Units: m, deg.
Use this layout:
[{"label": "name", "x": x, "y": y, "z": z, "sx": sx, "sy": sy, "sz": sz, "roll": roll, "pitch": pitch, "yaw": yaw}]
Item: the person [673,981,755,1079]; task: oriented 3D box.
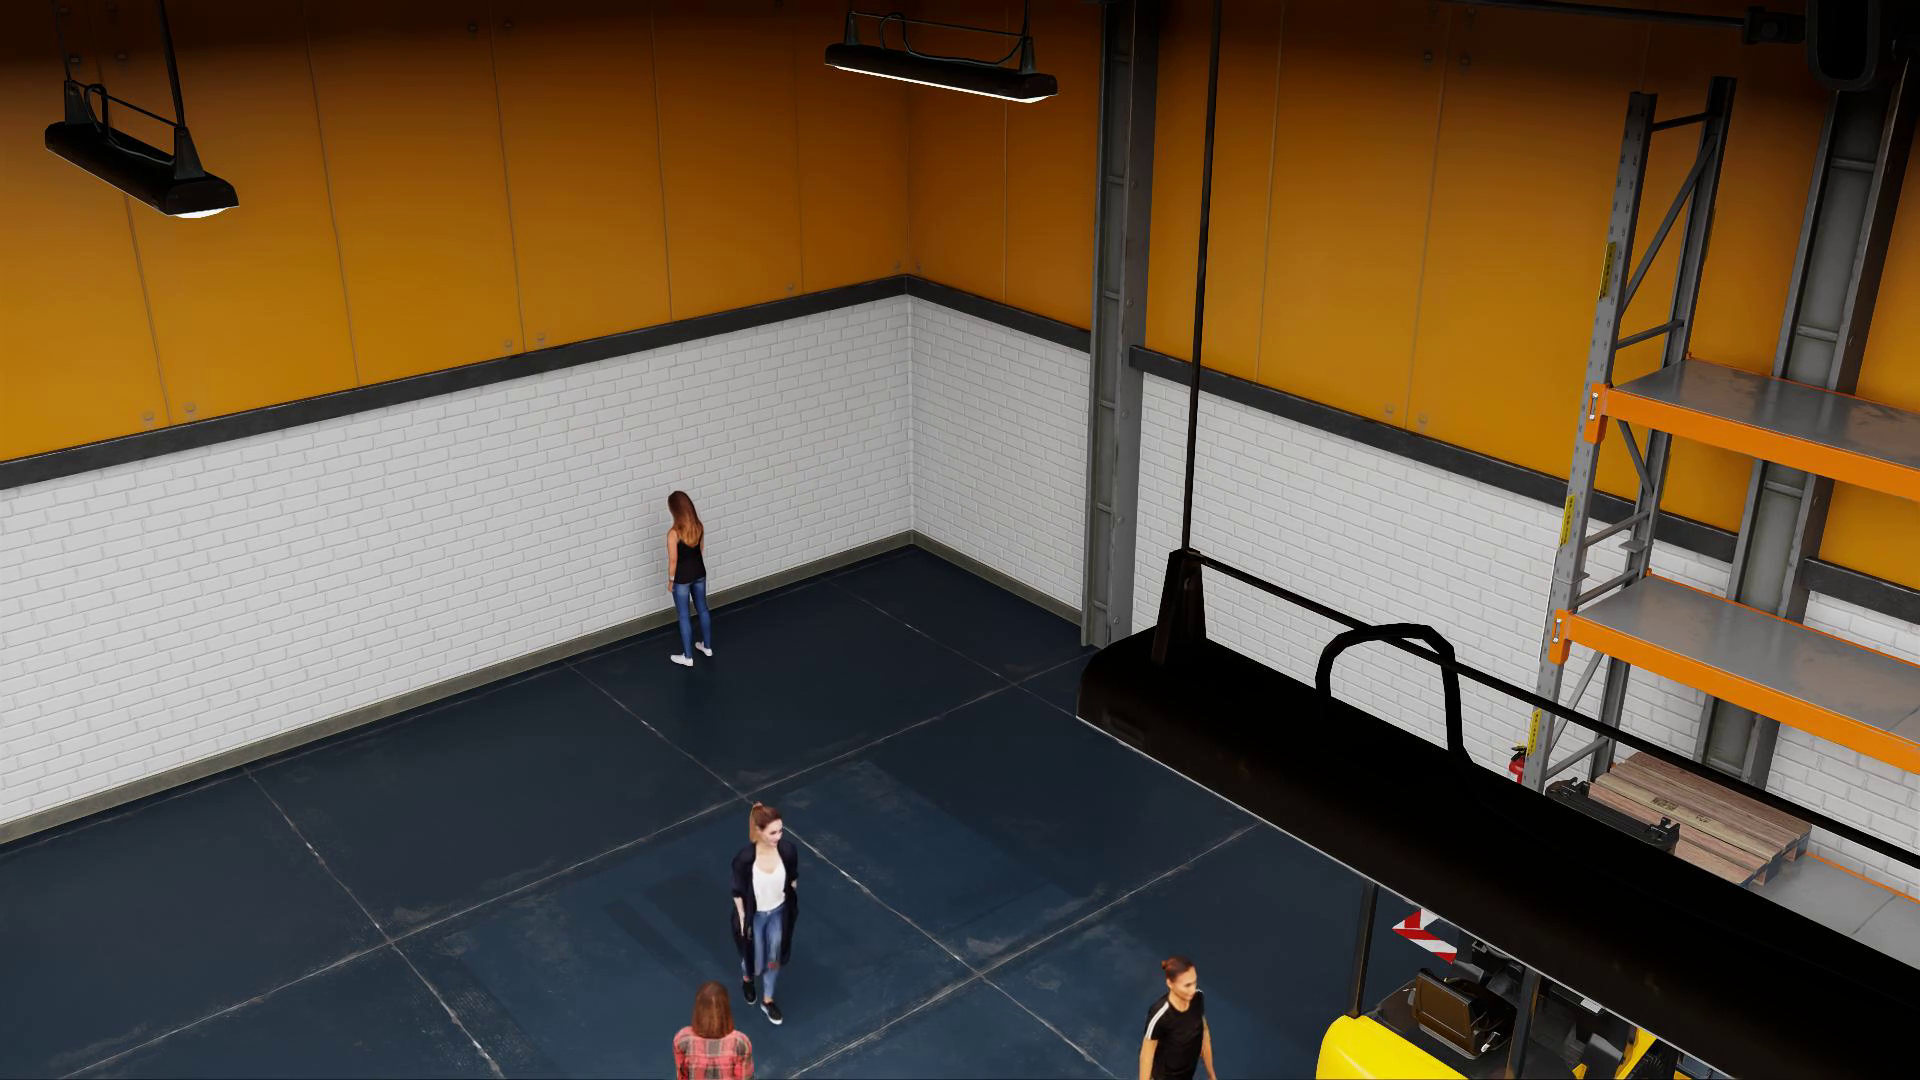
[{"label": "person", "x": -1.347, "y": 3.233, "z": 9.074, "sx": 1.020, "sy": 1.658, "sz": 1.217, "roll": -2, "pitch": 24, "yaw": -5}]

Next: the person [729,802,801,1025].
[{"label": "person", "x": -1.315, "y": 2.421, "z": 10.917, "sx": 0.733, "sy": 1.668, "sz": 0.822, "roll": -9, "pitch": 25, "yaw": -20}]

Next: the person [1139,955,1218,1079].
[{"label": "person", "x": 1.144, "y": 3.031, "z": 9.550, "sx": 0.609, "sy": 1.646, "sz": 0.796, "roll": -22, "pitch": 32, "yaw": -40}]

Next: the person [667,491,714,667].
[{"label": "person", "x": -2.545, "y": 0.347, "z": 15.595, "sx": 0.579, "sy": 1.722, "sz": 0.632, "roll": 18, "pitch": 30, "yaw": 36}]
